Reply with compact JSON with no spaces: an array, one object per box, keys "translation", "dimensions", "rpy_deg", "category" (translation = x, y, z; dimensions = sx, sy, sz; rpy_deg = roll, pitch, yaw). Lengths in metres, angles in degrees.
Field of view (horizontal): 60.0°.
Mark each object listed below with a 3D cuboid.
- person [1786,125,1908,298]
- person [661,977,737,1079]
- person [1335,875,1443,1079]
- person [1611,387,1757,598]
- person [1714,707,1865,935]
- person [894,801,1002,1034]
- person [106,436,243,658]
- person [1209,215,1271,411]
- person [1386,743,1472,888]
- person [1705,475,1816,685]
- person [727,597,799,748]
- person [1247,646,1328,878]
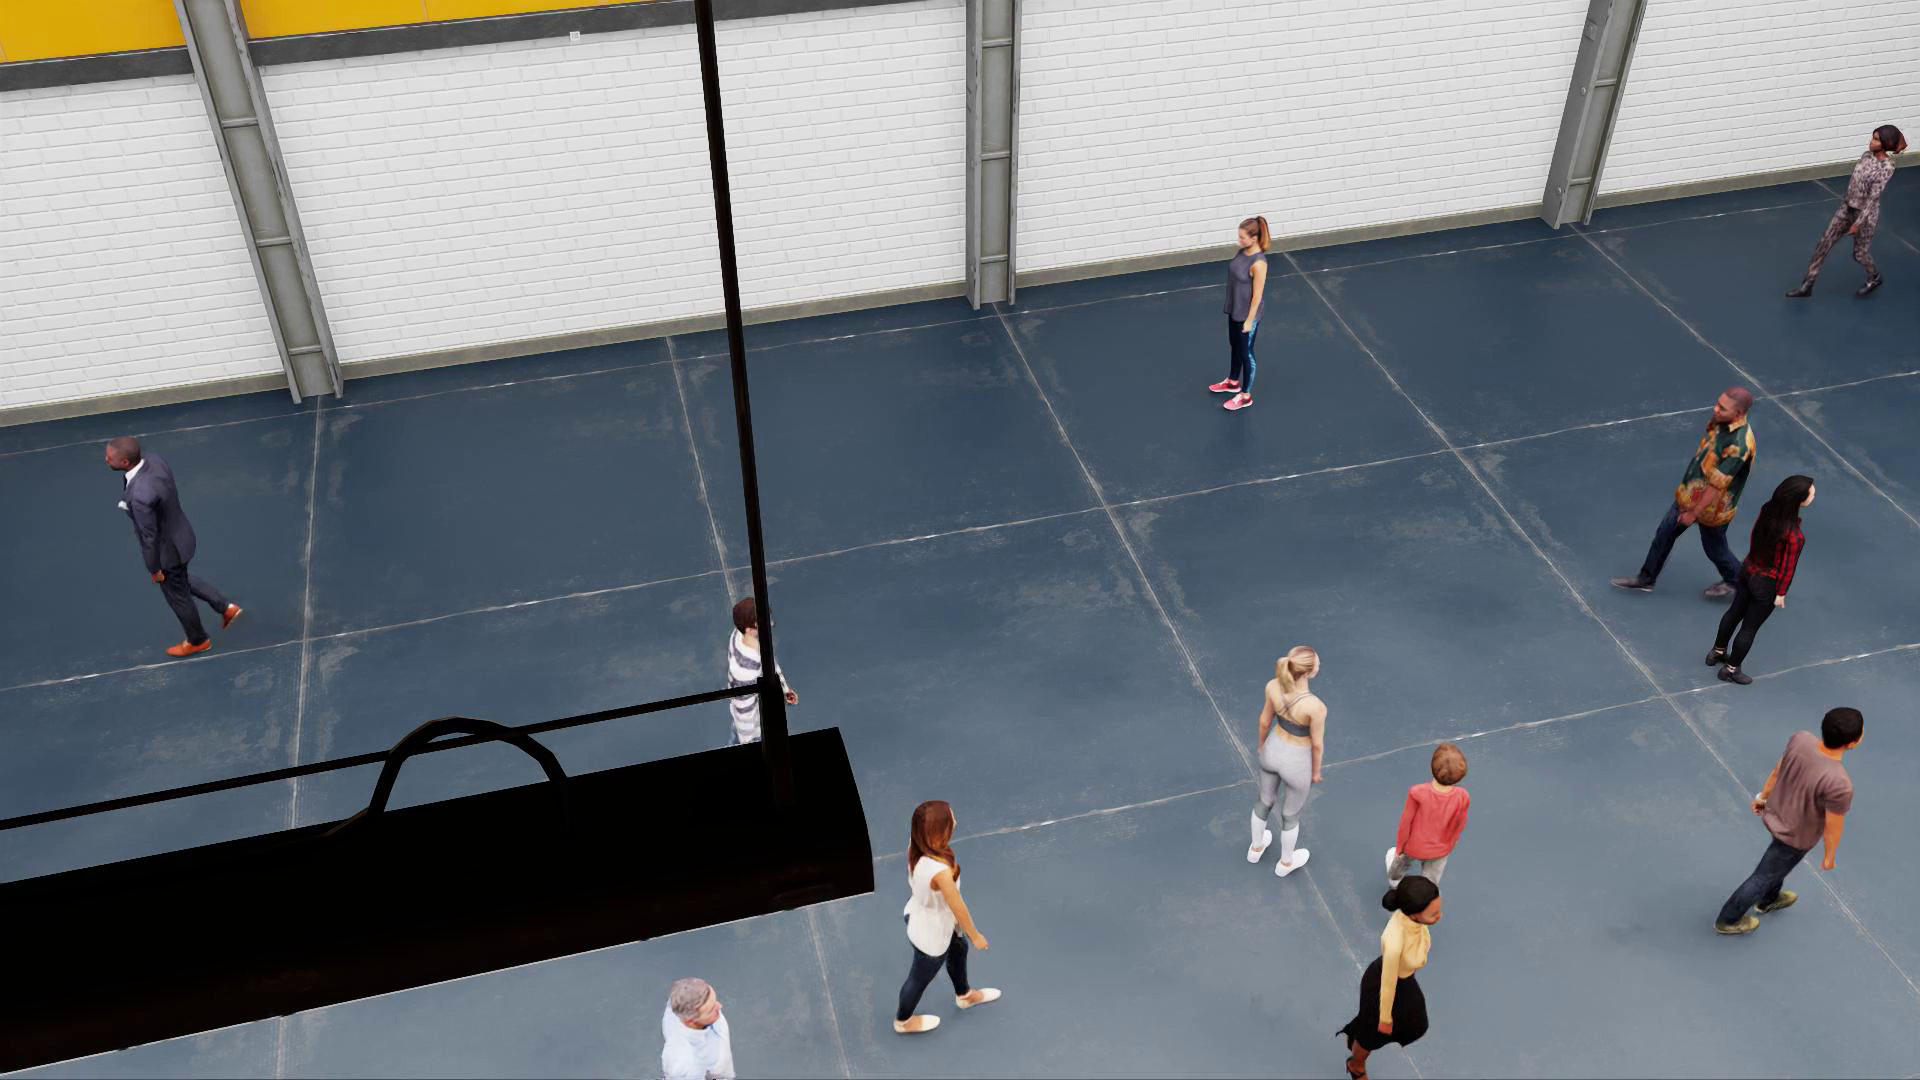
[{"translation":[8.163,-2.904,14.977],"dimensions":[1.120,1.682,0.599],"rpy_deg":[-8,39,-10],"category":"person"},{"translation":[-1.290,2.655,7.920],"dimensions":[1.039,1.803,0.741],"rpy_deg":[-5,39,-6],"category":"person"},{"translation":[2.128,2.265,8.533],"dimensions":[0.815,1.647,0.759],"rpy_deg":[27,46,30],"category":"person"},{"translation":[5.318,-0.268,11.603],"dimensions":[1.228,1.774,0.864],"rpy_deg":[0,39,0],"category":"person"},{"translation":[4.552,1.603,9.273],"dimensions":[0.822,1.757,0.694],"rpy_deg":[-6,39,-7],"category":"person"},{"translation":[-0.235,2.041,8.721],"dimensions":[0.850,1.762,0.600],"rpy_deg":[-7,39,-9],"category":"person"},{"translation":[-5.252,0.032,11.198],"dimensions":[0.804,1.811,0.752],"rpy_deg":[-5,39,-7],"category":"person"},{"translation":[2.338,-1.885,13.657],"dimensions":[0.515,1.737,0.548],"rpy_deg":[-10,40,-12],"category":"person"},{"translation":[2.636,1.763,9.373],"dimensions":[0.924,1.384,0.815],"rpy_deg":[4,39,5],"category":"person"},{"translation":[5.317,0.255,11.041],"dimensions":[0.550,1.657,0.615],"rpy_deg":[-4,39,-5],"category":"person"},{"translation":[-1.309,1.070,9.909],"dimensions":[1.182,1.797,0.726],"rpy_deg":[-6,39,-7],"category":"person"},{"translation":[1.904,1.291,9.705],"dimensions":[0.646,1.706,0.675],"rpy_deg":[29,47,31],"category":"person"}]
